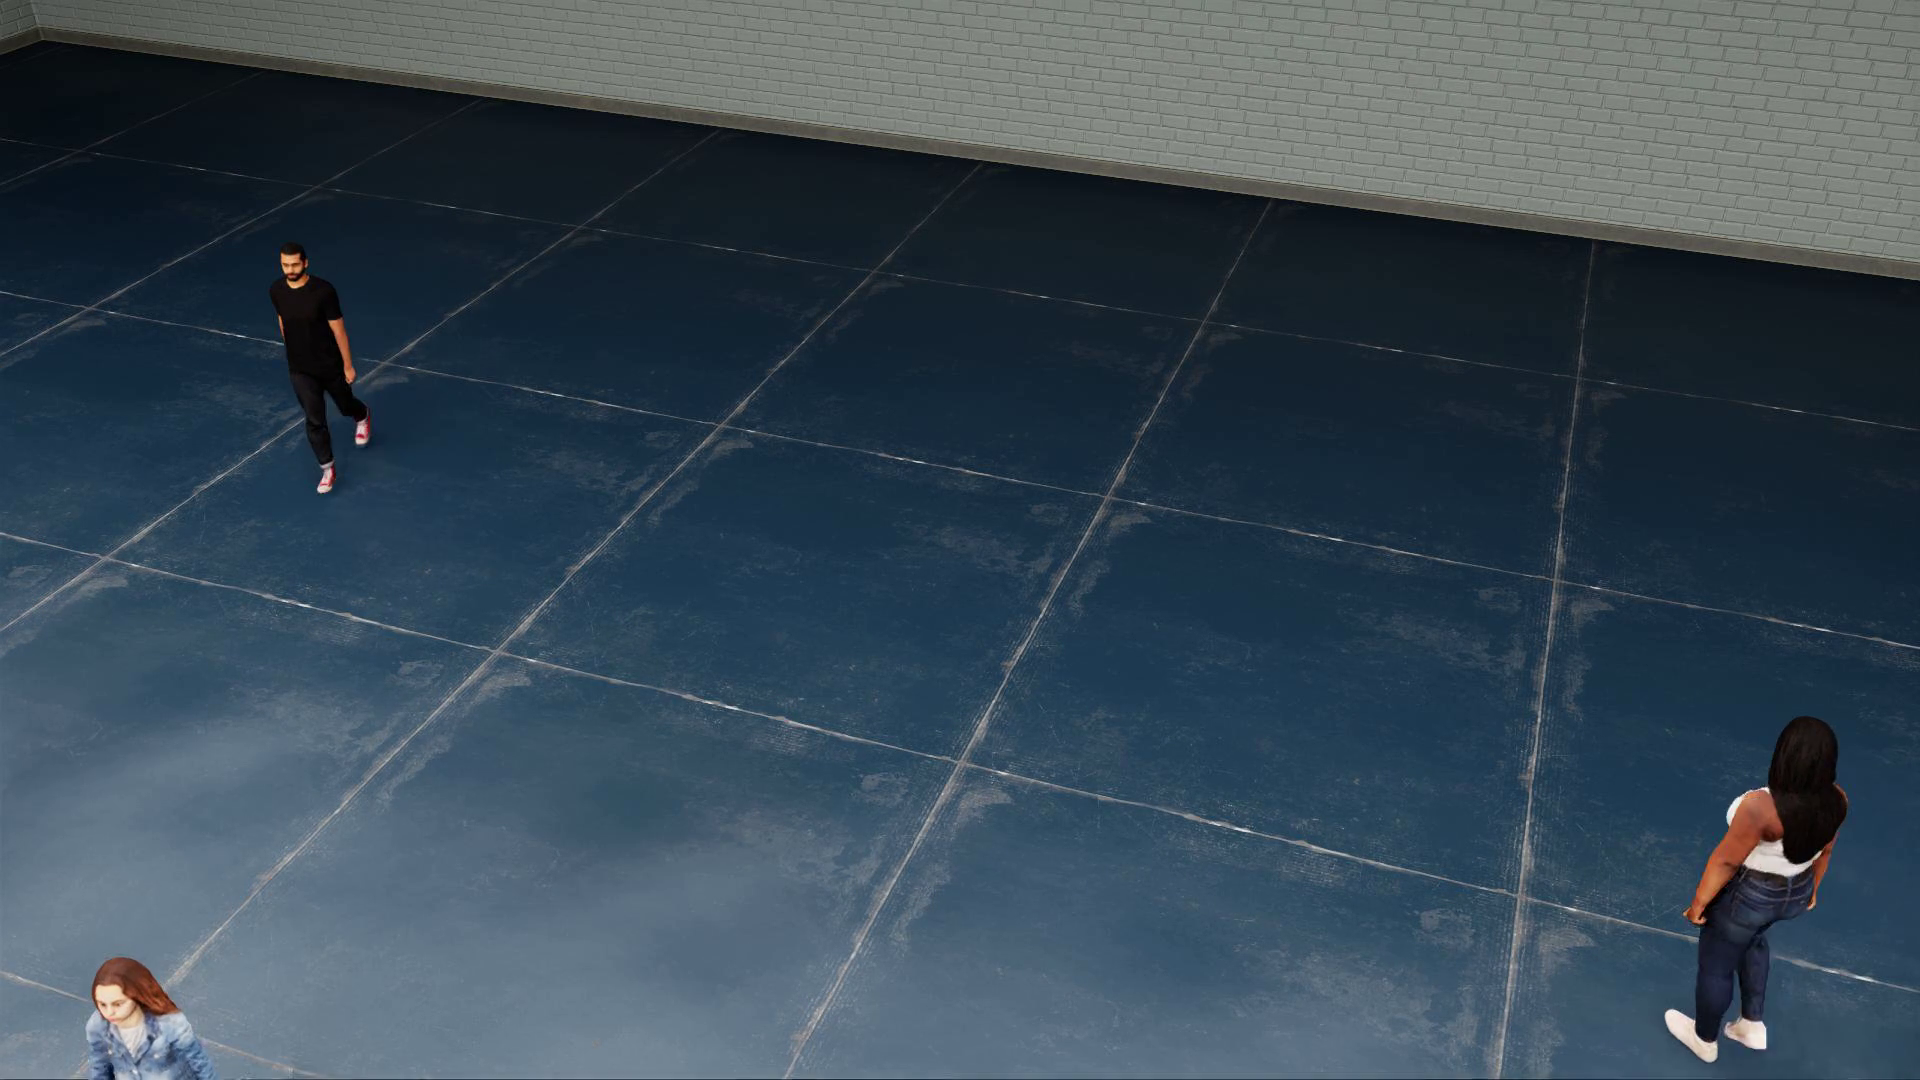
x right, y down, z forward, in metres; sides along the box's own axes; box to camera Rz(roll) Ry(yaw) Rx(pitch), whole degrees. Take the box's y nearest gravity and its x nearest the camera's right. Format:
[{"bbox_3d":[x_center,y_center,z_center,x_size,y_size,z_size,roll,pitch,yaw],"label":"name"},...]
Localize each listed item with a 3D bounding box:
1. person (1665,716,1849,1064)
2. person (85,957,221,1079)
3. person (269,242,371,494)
[{"bbox_3d":[3.467,1.569,7.078,0.884,1.792,0.921,-9,34,-14],"label":"person"},{"bbox_3d":[-3.071,2.130,6.514,0.698,1.465,0.775,2,33,3],"label":"person"},{"bbox_3d":[-4.400,-1.255,11.479,0.883,1.728,1.196,0,33,0],"label":"person"}]
